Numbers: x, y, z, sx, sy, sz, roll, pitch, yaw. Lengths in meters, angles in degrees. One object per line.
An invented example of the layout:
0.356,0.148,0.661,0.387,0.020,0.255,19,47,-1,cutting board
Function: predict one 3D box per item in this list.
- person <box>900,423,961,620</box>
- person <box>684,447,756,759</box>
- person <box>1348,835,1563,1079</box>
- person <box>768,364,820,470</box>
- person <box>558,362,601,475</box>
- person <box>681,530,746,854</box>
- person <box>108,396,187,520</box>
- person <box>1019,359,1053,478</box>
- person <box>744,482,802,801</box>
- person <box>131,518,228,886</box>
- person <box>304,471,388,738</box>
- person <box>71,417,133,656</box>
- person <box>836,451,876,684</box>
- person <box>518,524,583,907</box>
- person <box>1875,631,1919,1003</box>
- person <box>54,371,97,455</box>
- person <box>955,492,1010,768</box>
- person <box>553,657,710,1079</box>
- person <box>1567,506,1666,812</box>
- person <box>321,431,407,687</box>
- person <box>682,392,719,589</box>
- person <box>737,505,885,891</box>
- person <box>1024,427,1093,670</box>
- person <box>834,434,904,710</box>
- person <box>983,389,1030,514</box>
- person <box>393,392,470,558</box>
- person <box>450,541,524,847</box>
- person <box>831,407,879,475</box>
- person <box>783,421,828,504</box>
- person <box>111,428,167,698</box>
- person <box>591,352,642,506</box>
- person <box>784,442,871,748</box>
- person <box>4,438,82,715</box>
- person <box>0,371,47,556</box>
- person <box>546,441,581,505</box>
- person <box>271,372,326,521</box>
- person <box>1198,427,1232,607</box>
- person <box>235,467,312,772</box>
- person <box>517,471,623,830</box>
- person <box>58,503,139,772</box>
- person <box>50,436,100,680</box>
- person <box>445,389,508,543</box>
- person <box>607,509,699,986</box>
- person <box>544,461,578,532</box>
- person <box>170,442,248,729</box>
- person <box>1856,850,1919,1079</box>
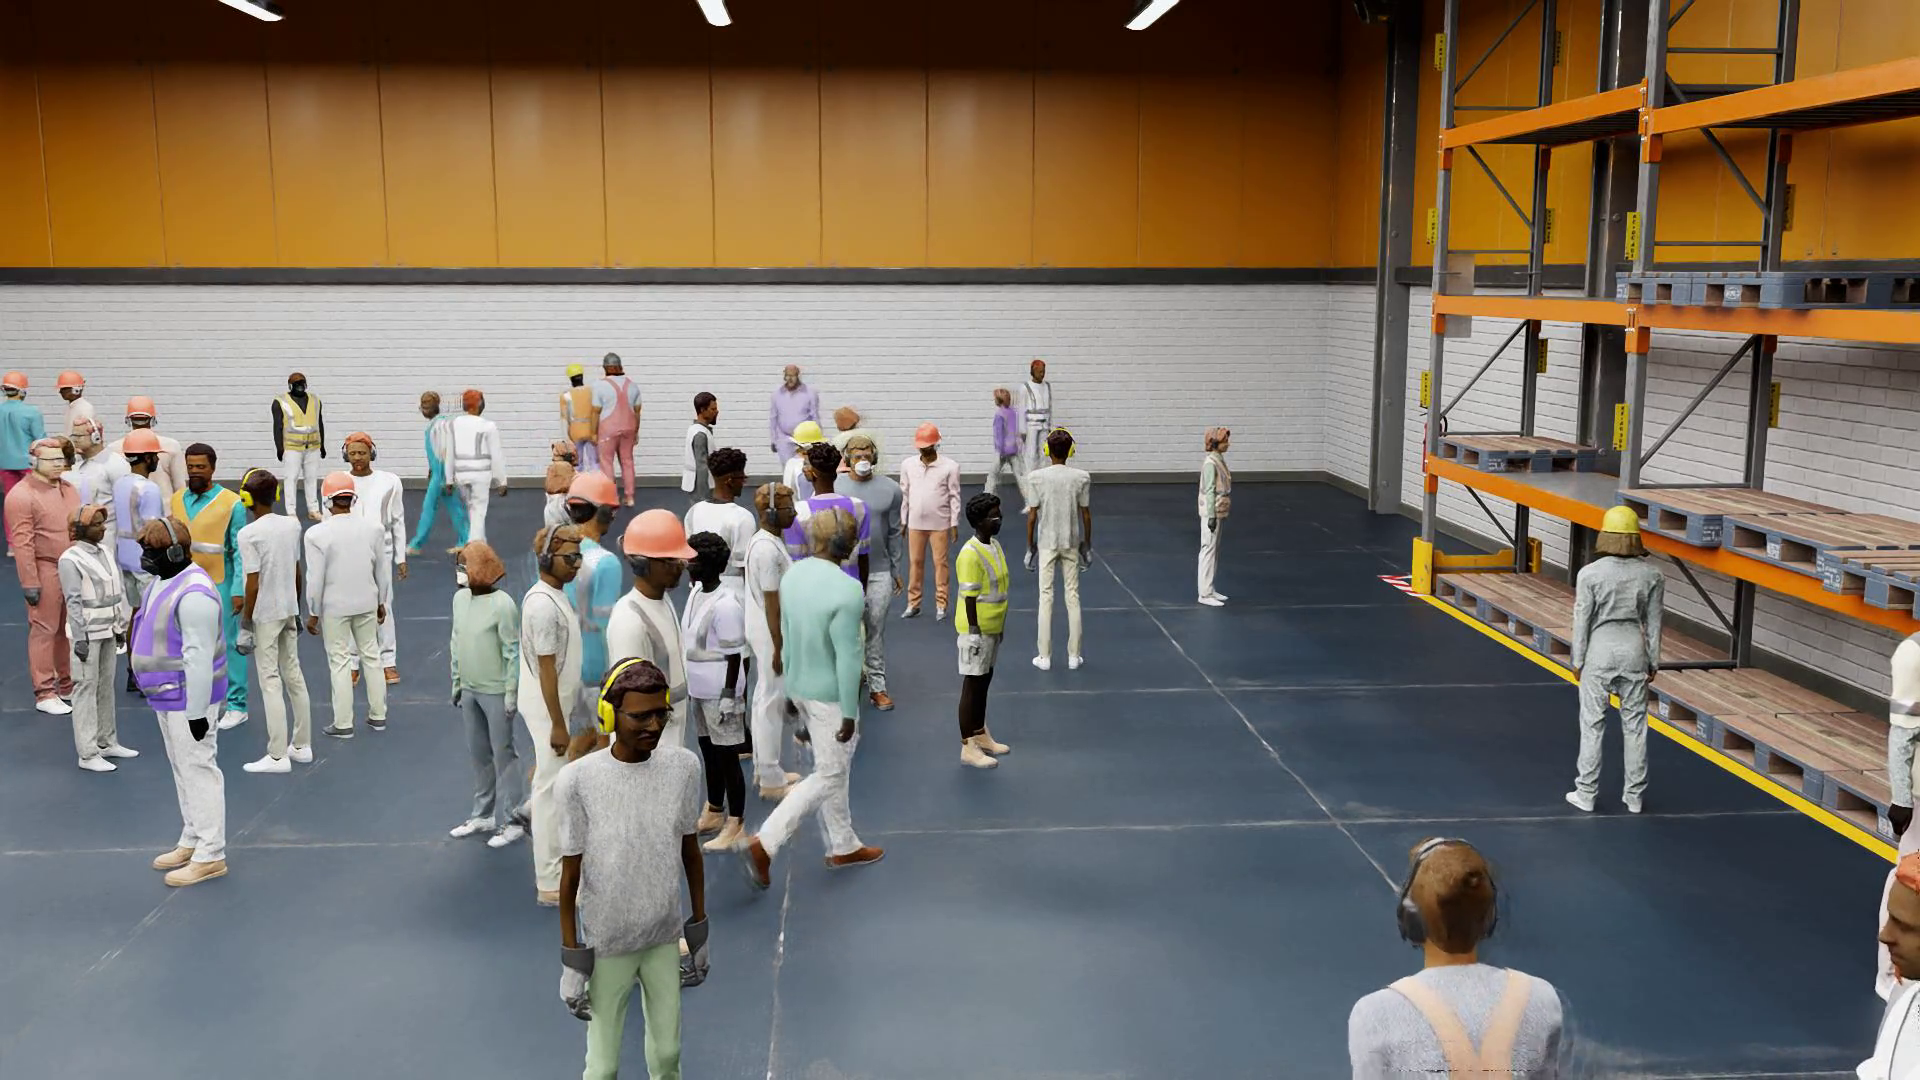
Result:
-0.278,-0.160,14.596,0.563,1.741,0.347,3,9,16,person
-1.458,0.391,10.439,0.607,1.965,0.367,8,12,40,person
1.108,1.549,3.699,0.531,1.804,0.967,-2,9,-9,person
-2.127,-1.304,21.298,0.674,1.892,0.419,1,9,7,person
-4.919,-1.367,21.760,0.622,1.891,0.751,-4,10,-25,person
-1.306,0.789,8.770,0.316,1.699,0.541,-6,11,-31,person
-6.978,-0.242,14.319,0.611,1.995,0.375,-5,10,-27,person
1.054,-1.539,22.841,0.583,1.879,0.365,-8,12,-41,person
-1.071,0.581,9.624,0.344,1.846,0.507,-2,9,-12,person
-3.897,0.795,8.331,0.429,1.837,0.624,-7,11,-38,person
-4.043,0.417,10.941,0.343,1.749,0.572,8,12,40,person
-6.877,-0.026,13.241,0.651,1.906,0.403,4,10,23,person
-0.760,0.192,12.350,0.333,1.749,0.574,-1,9,-4,person
-1.949,0.837,8.030,0.350,1.842,0.506,-2,9,-11,person
4.048,0.992,6.782,0.595,1.925,0.375,-3,10,-20,person
-9.693,-0.872,18.328,0.418,1.985,0.613,-9,12,-43,person
0.142,0.546,10.305,0.318,1.697,0.536,3,9,17,person
-1.016,1.276,5.223,0.511,1.860,0.333,-6,11,-35,person
3.700,0.671,9.405,0.485,1.737,0.323,1,9,5,person
-4.384,0.141,12.261,0.584,1.882,0.346,-3,10,-20,person
-2.484,-0.464,15.957,0.375,1.917,0.592,-2,9,-11,person
-0.735,0.780,8.200,0.853,1.913,0.629,-7,11,-37,person
0.754,0.067,12.774,0.532,1.871,0.319,-1,9,-4,person
-0.686,0.231,11.523,0.636,1.939,0.364,-3,10,-21,person
0.593,-1.123,21.099,0.865,1.597,0.506,5,11,30,person
-5.660,-0.695,17.789,0.857,1.785,0.670,-3,10,-19,person
-2.528,0.810,8.848,0.509,1.632,0.265,7,11,36,person
-1.143,-0.641,18.045,0.599,1.613,0.316,-4,10,-26,person
-1.248,-0.071,13.753,0.404,1.832,0.599,-3,10,-20,person
-5.863,0.162,12.008,0.545,1.931,0.387,8,12,41,person
-4.515,-1.441,21.704,0.689,2.000,0.535,-8,12,-41,person
-0.856,0.353,10.673,0.604,1.966,0.367,-5,10,-29,person
-6.277,0.242,11.563,0.408,1.906,0.645,1,9,5,person
-10.111,-0.814,17.911,0.624,1.993,0.384,0,9,1,person
-3.314,-0.026,14.079,0.308,1.640,0.511,-7,11,-38,person
-8.091,-1.138,20.429,0.429,1.842,0.633,9,13,43,person
2.339,-0.220,15.294,0.308,1.639,0.524,3,9,16,person
-4.209,0.489,10.135,0.328,1.869,0.520,3,9,17,person
-1.957,0.654,8.605,0.637,2.023,0.570,9,13,44,person
-5.314,0.590,10.212,0.307,1.641,0.511,0,9,-2,person
-6.668,0.135,12.468,0.355,1.835,0.516,3,10,18,person
-4.939,-0.630,17.185,0.617,1.852,0.799,3,9,17,person
-1.295,0.878,7.139,0.390,2.040,0.614,0,9,2,person
-2.974,0.213,12.633,0.280,1.625,0.493,5,10,27,person
-5.019,0.301,11.144,0.587,1.922,0.390,3,10,18,person
2.005,1.549,3.446,0.366,1.881,0.583,1,9,7,person
